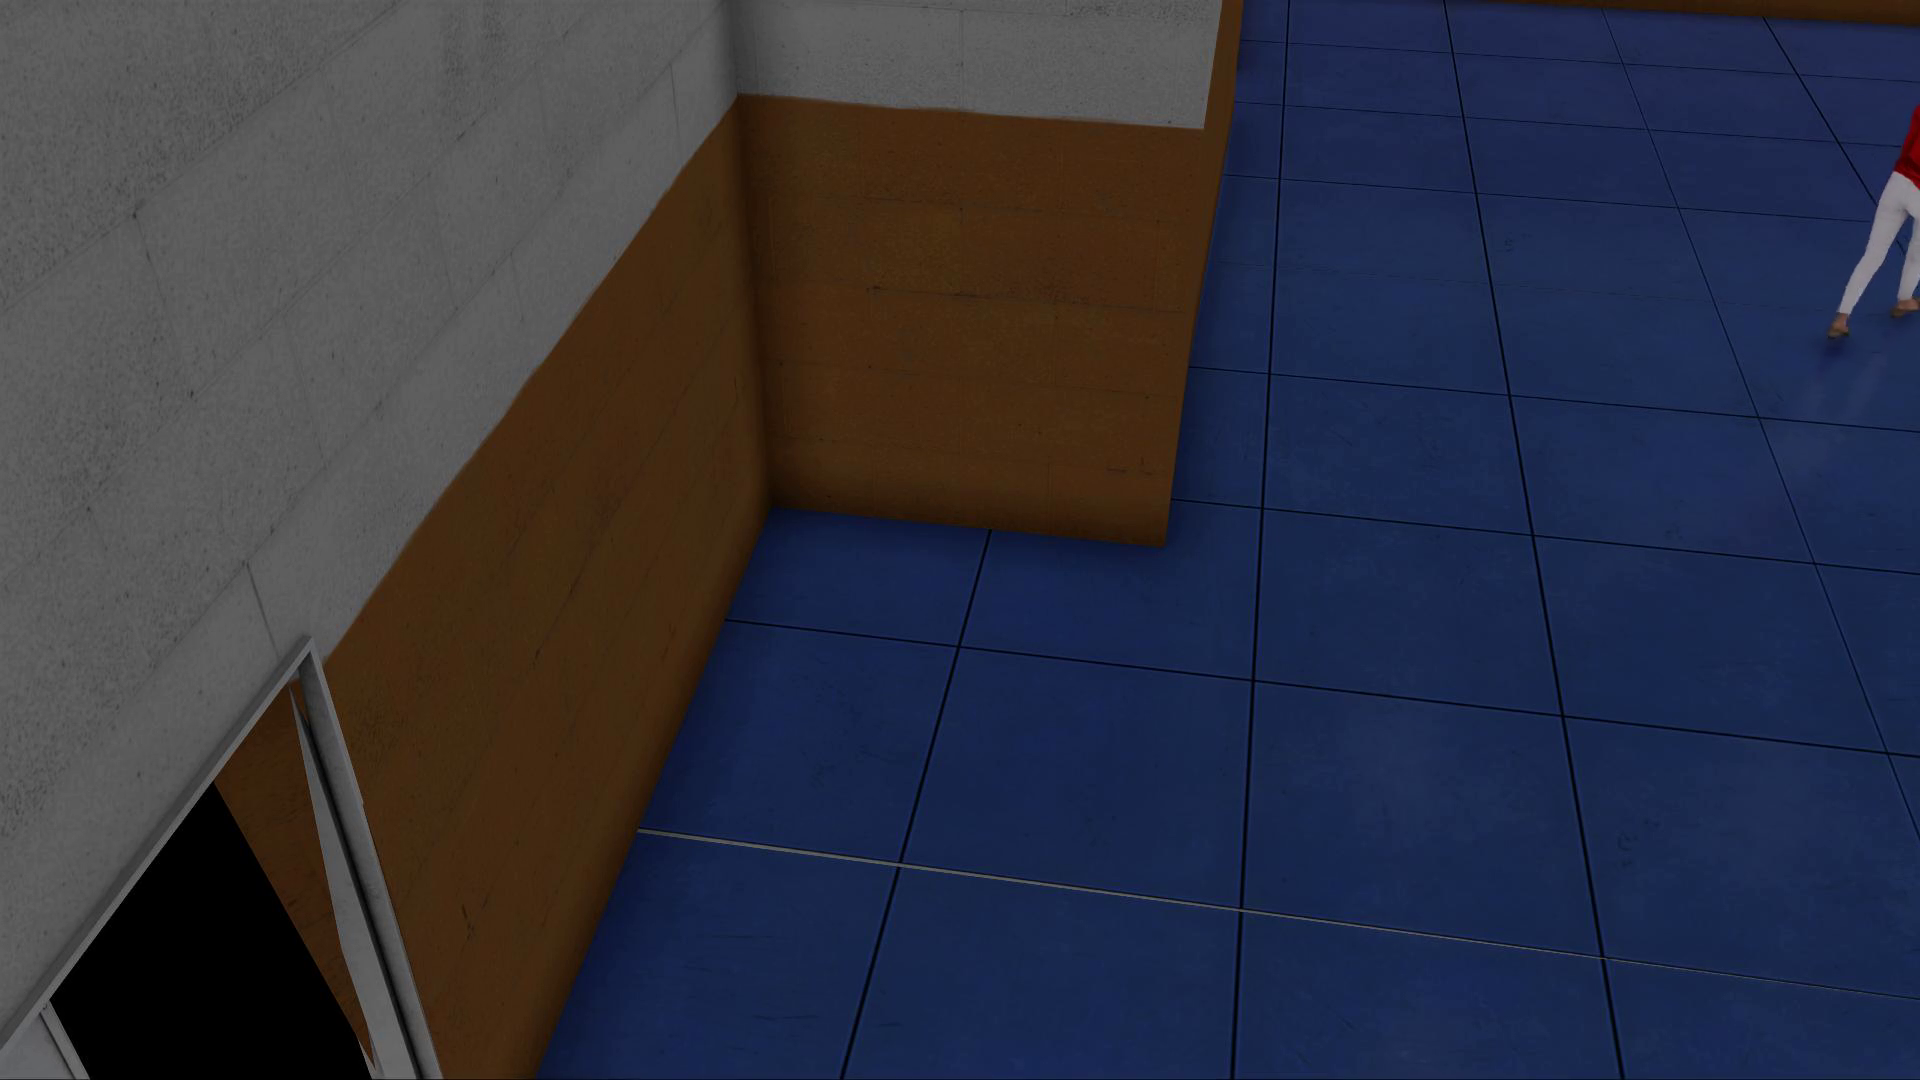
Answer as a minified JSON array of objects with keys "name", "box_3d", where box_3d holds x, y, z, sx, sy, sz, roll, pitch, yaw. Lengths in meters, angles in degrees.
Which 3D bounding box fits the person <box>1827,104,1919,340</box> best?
[{"name":"person","box_3d":[5.310,-1.866,9.361,1.107,1.653,1.079,-24,43,-28]}]
